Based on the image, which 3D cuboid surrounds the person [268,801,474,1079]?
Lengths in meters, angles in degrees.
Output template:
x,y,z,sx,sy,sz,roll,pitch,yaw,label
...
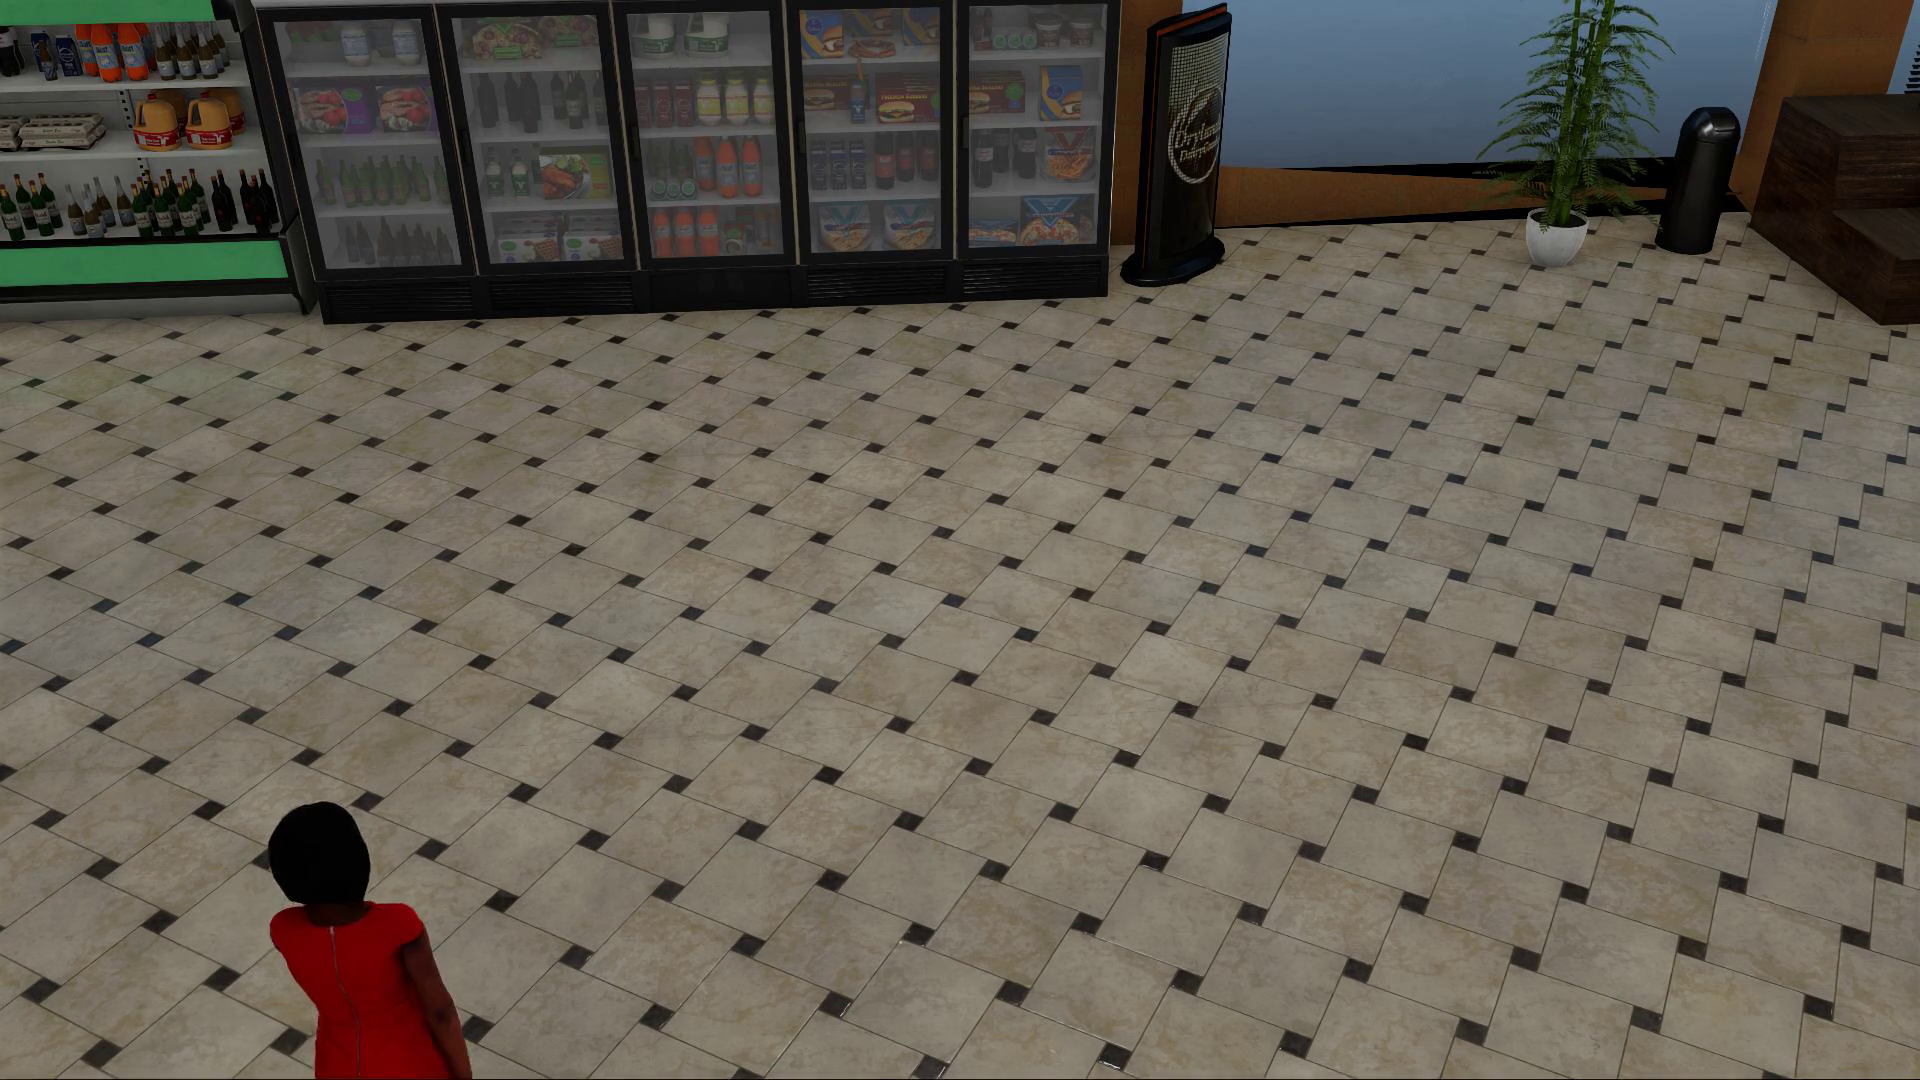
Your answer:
x,y,z,sx,sy,sz,roll,pitch,yaw,label
-1.553,1.511,4.439,0.823,1.705,0.677,1,32,1,person
